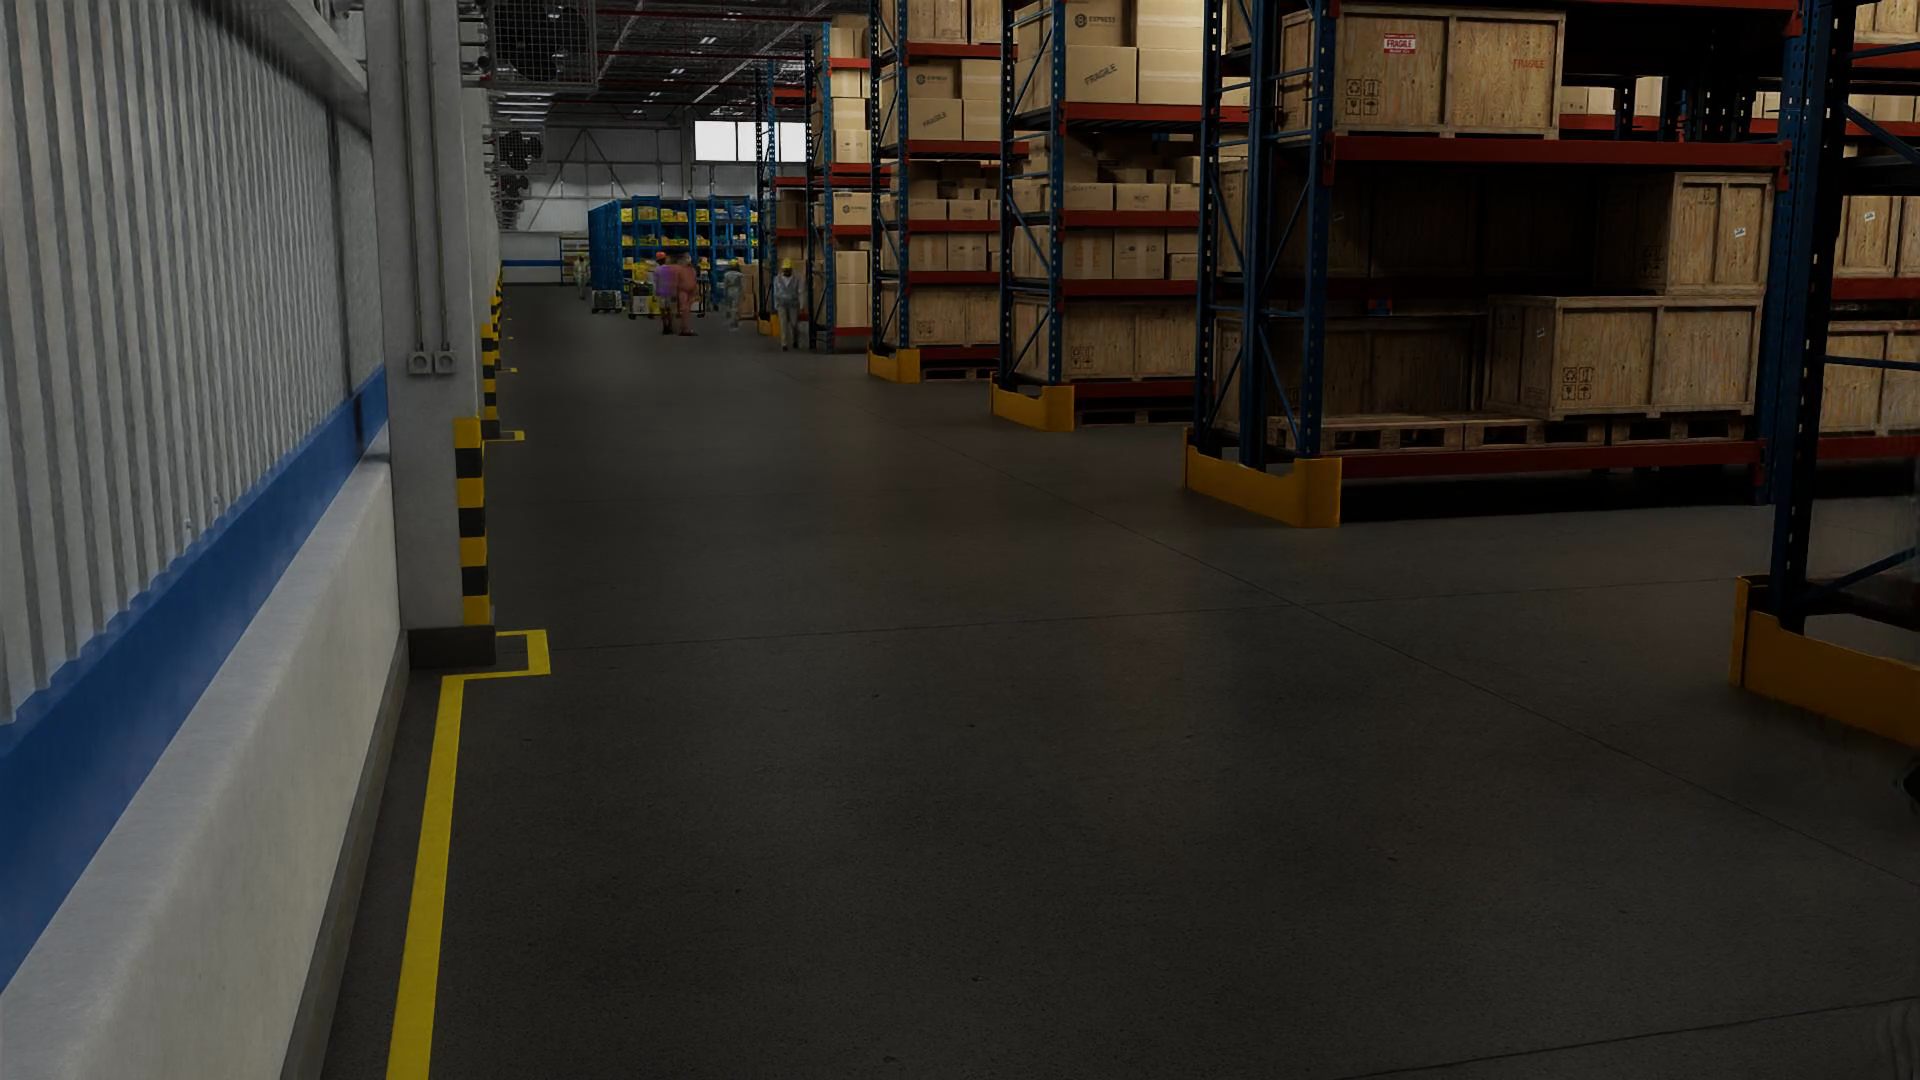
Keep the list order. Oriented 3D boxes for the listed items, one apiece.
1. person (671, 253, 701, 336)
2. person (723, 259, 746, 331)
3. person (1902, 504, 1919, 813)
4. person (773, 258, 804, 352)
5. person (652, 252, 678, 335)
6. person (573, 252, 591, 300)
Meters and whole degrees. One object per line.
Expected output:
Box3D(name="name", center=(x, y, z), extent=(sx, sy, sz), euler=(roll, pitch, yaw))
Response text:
Box3D(name="person", center=(-6.114, -5.548, 37.624), extent=(0.850, 1.871, 0.673), euler=(8, 13, 38))
Box3D(name="person", center=(-5.410, -5.901, 40.105), extent=(0.506, 1.693, 0.899), euler=(3, 10, 15))
Box3D(name="person", center=(3.491, 0.089, 5.570), extent=(0.576, 1.923, 0.403), euler=(-3, 11, -17))
Box3D(name="person", center=(-3.322, -4.565, 32.254), extent=(0.600, 1.812, 0.693), euler=(0, 10, 0))
Box3D(name="person", center=(-6.846, -5.684, 38.386), extent=(0.595, 1.884, 0.722), euler=(-7, 12, -35))
Box3D(name="person", center=(-14.158, -9.886, 62.436), extent=(0.623, 1.781, 0.912), euler=(-5, 11, -26))
